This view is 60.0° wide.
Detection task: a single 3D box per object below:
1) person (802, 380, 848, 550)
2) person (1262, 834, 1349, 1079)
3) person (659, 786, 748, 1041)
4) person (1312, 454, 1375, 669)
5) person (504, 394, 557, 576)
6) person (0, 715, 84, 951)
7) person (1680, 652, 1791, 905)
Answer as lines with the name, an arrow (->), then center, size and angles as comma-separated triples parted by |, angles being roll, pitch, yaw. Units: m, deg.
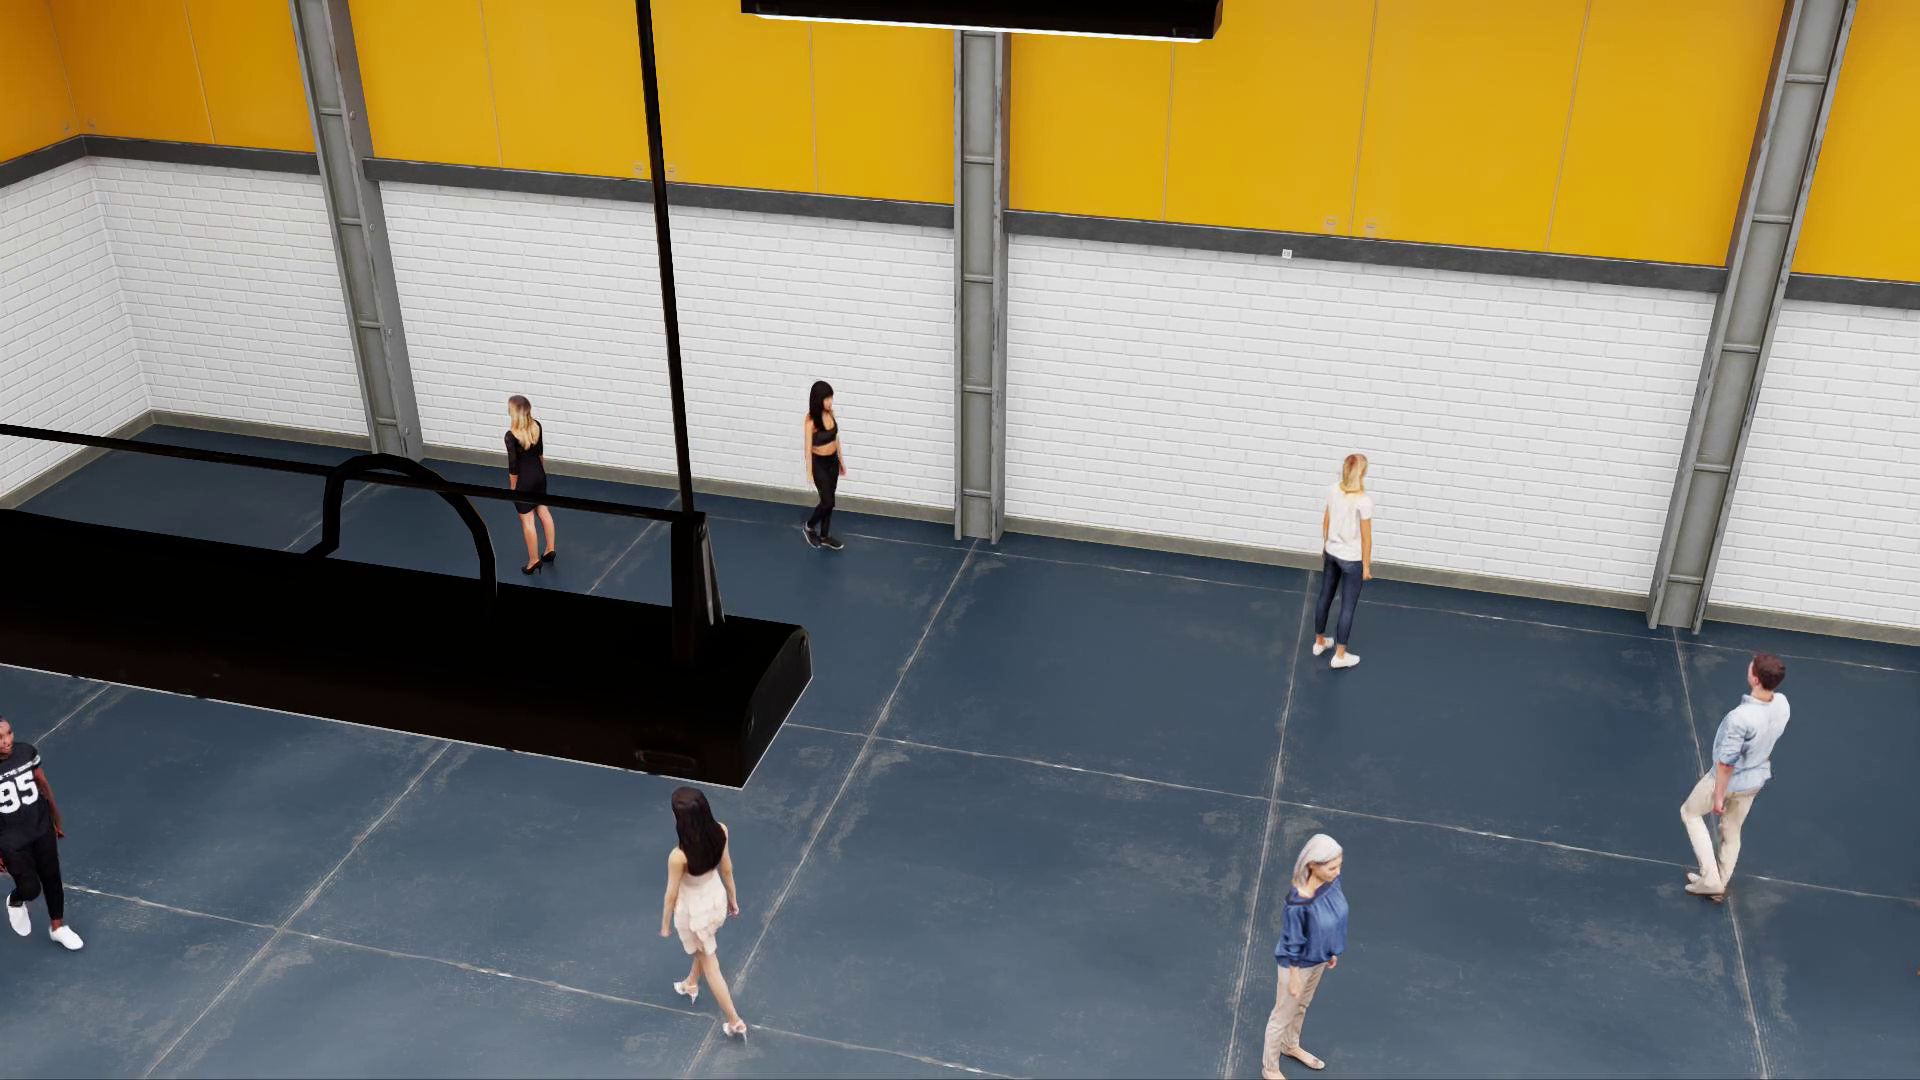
person -> -1.270, -0.673, 14.737 | 0.677, 1.633, 0.623 | 15, 32, 26
person -> 1.898, 2.314, 9.199 | 0.706, 1.704, 0.699 | 22, 36, 35
person -> -1.422, 2.171, 9.448 | 0.982, 1.705, 0.822 | 23, 36, 35
person -> 3.007, 0.144, 13.052 | 0.740, 1.812, 0.653 | -20, 34, -32
person -> -3.718, -0.488, 14.351 | 0.539, 1.677, 0.591 | 15, 32, 26
person -> -5.781, 1.776, 10.157 | 0.818, 1.720, 0.721 | 15, 32, 26
person -> 4.938, 1.552, 10.446 | 0.782, 1.835, 0.856 | -11, 30, -19
